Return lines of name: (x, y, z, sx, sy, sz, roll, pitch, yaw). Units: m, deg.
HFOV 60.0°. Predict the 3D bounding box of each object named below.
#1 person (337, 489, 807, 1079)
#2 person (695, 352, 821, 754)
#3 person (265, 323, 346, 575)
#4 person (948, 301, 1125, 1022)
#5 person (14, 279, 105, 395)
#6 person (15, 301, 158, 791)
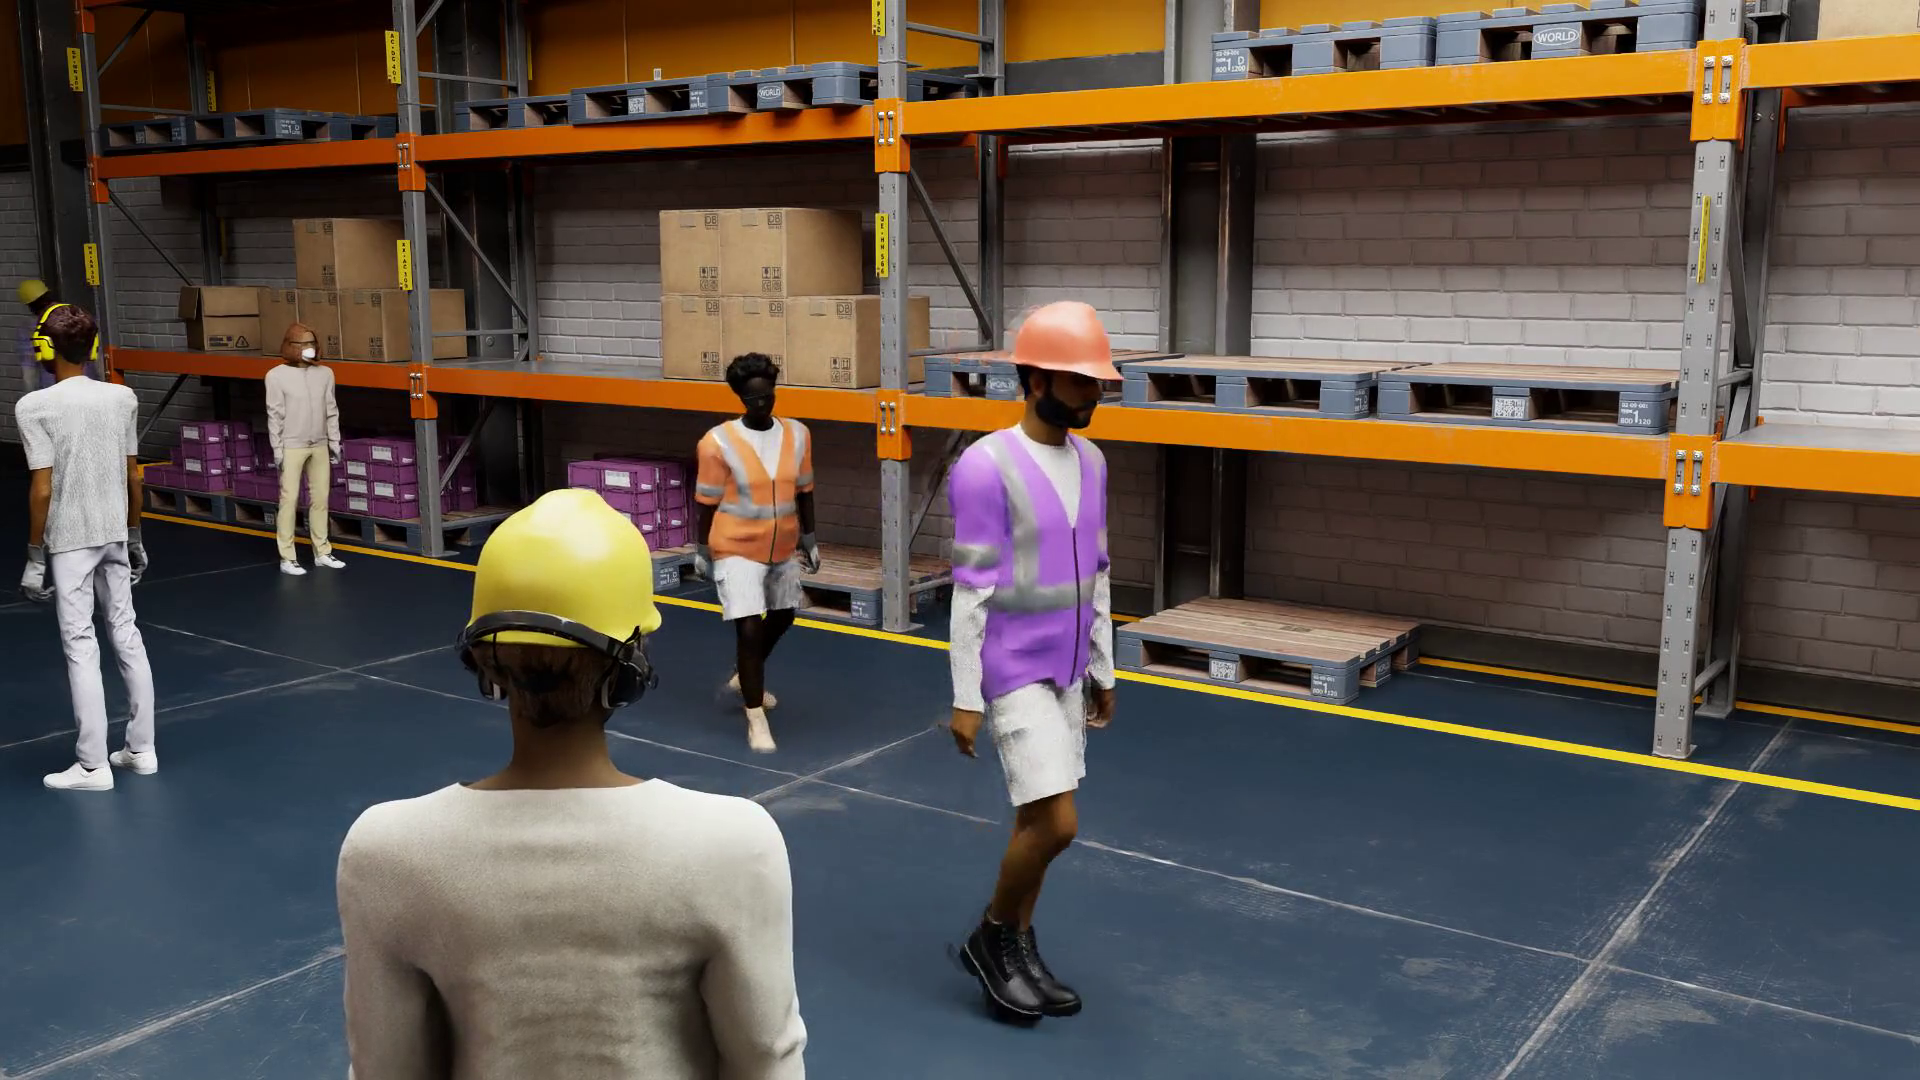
person: (-0.437, 0.821, 1.970, 0.522, 1.769, 0.311, 0, 10, -2)
person: (-0.909, 0.029, 7.010, 0.554, 1.668, 0.658, -8, 12, -38)
person: (-4.249, -0.590, 10.796, 0.287, 1.626, 0.497, 6, 11, 34)
person: (0.216, 0.340, 4.372, 0.447, 1.916, 0.559, 8, 12, 40)
person: (-7.703, -1.303, 14.306, 0.678, 1.865, 0.452, -7, 12, -35)
person: (-3.360, 0.029, 6.378, 0.329, 1.872, 0.509, 4, 10, 23)
